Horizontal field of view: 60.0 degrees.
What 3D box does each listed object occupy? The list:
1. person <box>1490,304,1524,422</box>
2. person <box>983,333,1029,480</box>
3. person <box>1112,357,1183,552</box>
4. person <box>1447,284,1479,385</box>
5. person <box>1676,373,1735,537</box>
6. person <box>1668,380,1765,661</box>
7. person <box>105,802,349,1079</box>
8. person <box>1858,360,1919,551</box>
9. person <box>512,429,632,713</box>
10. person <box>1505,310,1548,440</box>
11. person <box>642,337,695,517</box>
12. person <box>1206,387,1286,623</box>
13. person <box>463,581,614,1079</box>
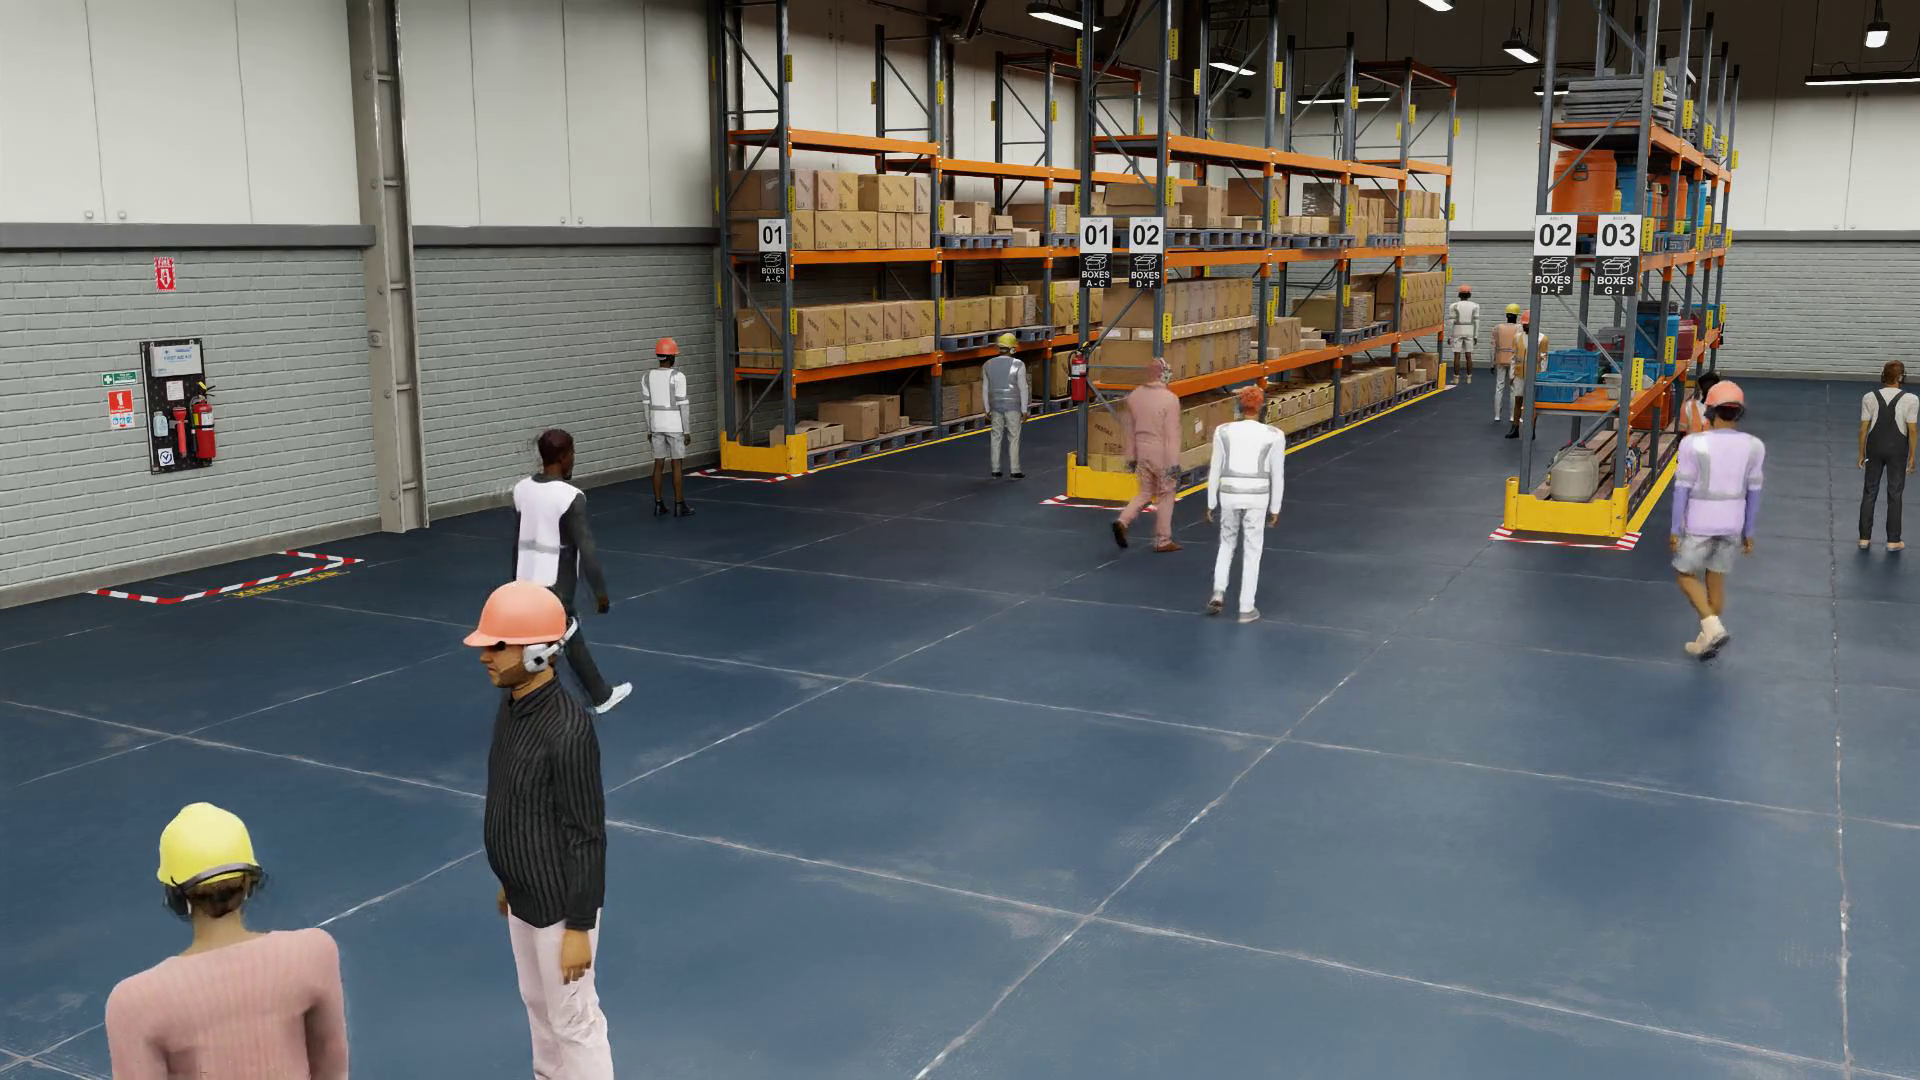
[{"bbox_3d":[8.952,-2.887,27.140,0.589,1.927,0.388,7,12,32],"label":"person"},{"bbox_3d":[0.580,-1.657,20.691,0.601,1.830,0.404,5,12,26],"label":"person"},{"bbox_3d":[1.827,-0.793,15.836,0.664,1.888,0.650,-8,13,-36],"label":"person"},{"bbox_3d":[10.238,-4.182,33.886,0.615,2.041,0.392,0,10,1],"label":"person"},{"bbox_3d":[7.417,-0.825,16.609,0.542,1.660,0.782,6,12,31],"label":"person"},{"bbox_3d":[5.330,-0.107,11.716,0.624,2.023,0.584,0,10,-3],"label":"person"},{"bbox_3d":[-1.733,1.459,3.986,0.540,1.733,0.825,-7,13,-34],"label":"person"},{"bbox_3d":[8.958,-0.814,16.078,0.504,1.840,0.345,9,14,40],"label":"person"},{"bbox_3d":[-2.434,0.245,10.235,0.617,1.860,1.018,9,14,41],"label":"person"},{"bbox_3d":[8.444,-2.454,24.767,0.543,1.932,0.376,9,14,40],"label":"person"},{"bbox_3d":[-3.155,-1.216,17.997,0.543,1.939,0.360,4,11,20],"label":"person"},{"bbox_3d":[2.257,-0.280,13.154,0.595,1.853,0.491,4,11,20],"label":"person"},{"bbox_3d":[-1.303,1.105,5.186,0.389,1.996,0.612,-7,12,-33],"label":"person"}]
